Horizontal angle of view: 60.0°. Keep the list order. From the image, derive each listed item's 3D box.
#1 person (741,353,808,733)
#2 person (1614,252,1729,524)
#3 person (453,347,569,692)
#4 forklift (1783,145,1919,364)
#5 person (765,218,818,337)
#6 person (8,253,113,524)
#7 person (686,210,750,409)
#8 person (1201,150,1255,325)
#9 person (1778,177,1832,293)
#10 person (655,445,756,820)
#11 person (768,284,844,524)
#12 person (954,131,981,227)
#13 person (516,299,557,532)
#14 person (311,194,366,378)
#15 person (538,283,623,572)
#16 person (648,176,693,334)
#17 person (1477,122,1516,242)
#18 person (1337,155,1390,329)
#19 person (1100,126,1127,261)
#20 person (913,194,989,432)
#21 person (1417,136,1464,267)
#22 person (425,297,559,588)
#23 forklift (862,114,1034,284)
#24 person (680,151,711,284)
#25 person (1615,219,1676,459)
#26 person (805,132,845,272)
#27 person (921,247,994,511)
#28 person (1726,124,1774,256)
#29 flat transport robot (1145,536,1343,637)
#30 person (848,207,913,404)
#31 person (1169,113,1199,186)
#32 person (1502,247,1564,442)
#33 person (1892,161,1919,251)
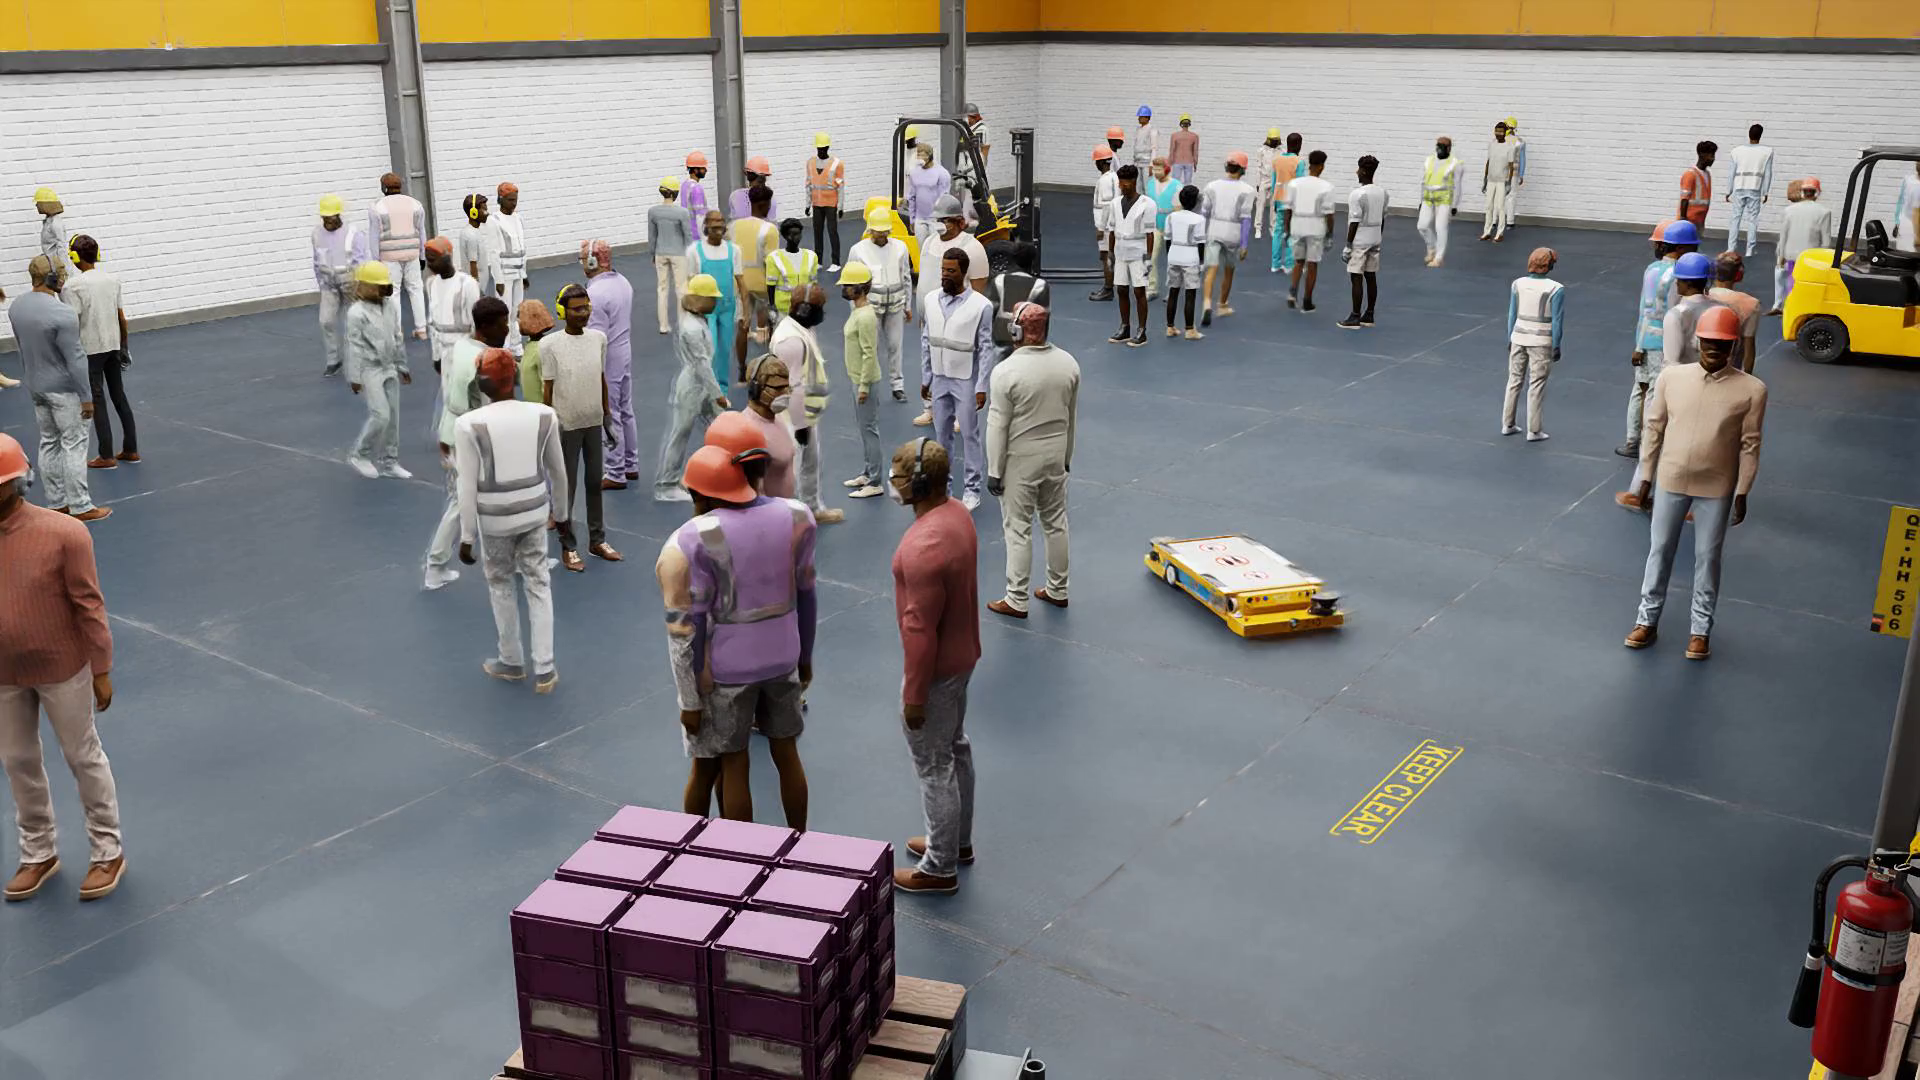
[{"bbox_3d":[-0.977,0.018,8.373,0.377,1.936,0.628,2,18,5],"label":"person"},{"bbox_3d":[5.117,-1.074,11.818,0.599,1.913,0.891,-6,19,-18],"label":"person"},{"bbox_3d":[-2.394,-0.108,8.867,0.631,1.881,0.466,-13,22,-34],"label":"person"},{"bbox_3d":[9.803,-2.879,17.013,2.313,2.155,1.214,12,21,33],"label":"forklift"},{"bbox_3d":[-1.559,-2.162,15.571,0.535,1.699,0.318,-9,20,-27],"label":"person"},{"bbox_3d":[-6.352,-1.051,11.735,0.635,1.928,0.382,9,20,25],"label":"person"},{"bbox_3d":[-2.163,-2.047,15.016,0.522,1.822,0.700,-8,20,-24],"label":"person"},{"bbox_3d":[3.045,-3.518,19.352,0.680,1.992,0.991,9,20,26],"label":"person"},{"bbox_3d":[9.592,-3.251,18.941,0.562,1.714,0.613,-13,22,-35],"label":"person"},{"bbox_3d":[-0.976,0.536,6.778,0.391,1.923,0.550,7,19,21],"label":"person"},{"bbox_3d":[-1.092,-0.868,11.399,0.538,1.799,0.772,0,18,0],"label":"person"},{"bbox_3d":[0.201,-5.512,25.986,0.774,1.737,0.526,-11,21,-31],"label":"person"},{"bbox_3d":[-2.938,-0.874,11.648,0.281,1.634,0.498,-8,19,-24],"label":"person"},{"bbox_3d":[-6.146,-2.501,16.457,0.585,1.798,0.618,1,18,2],"label":"person"},{"bbox_3d":[-2.465,-0.737,10.834,0.329,1.875,0.507,17,24,42],"label":"person"},{"bbox_3d":[-3.232,-3.194,18.691,0.533,1.767,0.326,5,18,15],"label":"person"},{"bbox_3d":[8.438,-5.621,26.143,0.334,1.856,0.509,-14,22,-37],"label":"person"},{"bbox_3d":[4.609,-3.401,19.015,0.602,1.966,0.368,-13,22,-36],"label":"person"},{"bbox_3d":[2.221,-5.022,24.157,0.375,1.932,0.544,5,18,14],"label":"person"},{"bbox_3d":[-0.126,-1.957,14.377,0.676,2.000,0.536,13,22,36],"label":"person"},{"bbox_3d":[6.786,-4.787,23.572,0.444,1.826,0.654,-15,23,-39],"label":"person"},{"bbox_3d":[-3.056,-0.615,10.503,0.849,1.855,0.617,-7,19,-21],"label":"person"},{"bbox_3d":[-0.171,-4.594,22.377,2.313,2.155,1.214,1,18,3],"label":"forklift"},{"bbox_3d":[-3.116,-3.644,19.824,0.373,1.934,0.551,-9,20,-26],"label":"person"},{"bbox_3d":[5.646,-1.620,13.489,0.552,1.937,0.356,-13,22,-35],"label":"person"},{"bbox_3d":[-1.883,-4.686,23.119,0.594,1.917,0.397,9,20,26],"label":"person"},{"bbox_3d":[-0.027,-1.168,12.104,0.591,1.922,0.392,12,21,32],"label":"person"},{"bbox_3d":[11.674,-5.176,24.644,0.587,1.920,0.393,10,20,28],"label":"person"},{"bbox_3d":[1.739,0.244,10.354,0.652,0.197,1.431,-5,19,-17],"label":"flat transport robot"},{"bbox_3d":[-0.728,-2.162,15.381,0.606,1.818,0.403,-6,19,-19],"label":"person"},{"bbox_3d":[4.000,-6.737,29.799,0.532,1.756,0.338,-2,18,-6],"label":"person"},{"bbox_3d":[4.853,-1.657,14.106,0.314,1.633,0.519,-12,21,-32],"label":"person"},{"bbox_3d":[11.858,-3.906,20.624,0.400,1.945,0.615,-8,19,-22],"label":"person"}]
